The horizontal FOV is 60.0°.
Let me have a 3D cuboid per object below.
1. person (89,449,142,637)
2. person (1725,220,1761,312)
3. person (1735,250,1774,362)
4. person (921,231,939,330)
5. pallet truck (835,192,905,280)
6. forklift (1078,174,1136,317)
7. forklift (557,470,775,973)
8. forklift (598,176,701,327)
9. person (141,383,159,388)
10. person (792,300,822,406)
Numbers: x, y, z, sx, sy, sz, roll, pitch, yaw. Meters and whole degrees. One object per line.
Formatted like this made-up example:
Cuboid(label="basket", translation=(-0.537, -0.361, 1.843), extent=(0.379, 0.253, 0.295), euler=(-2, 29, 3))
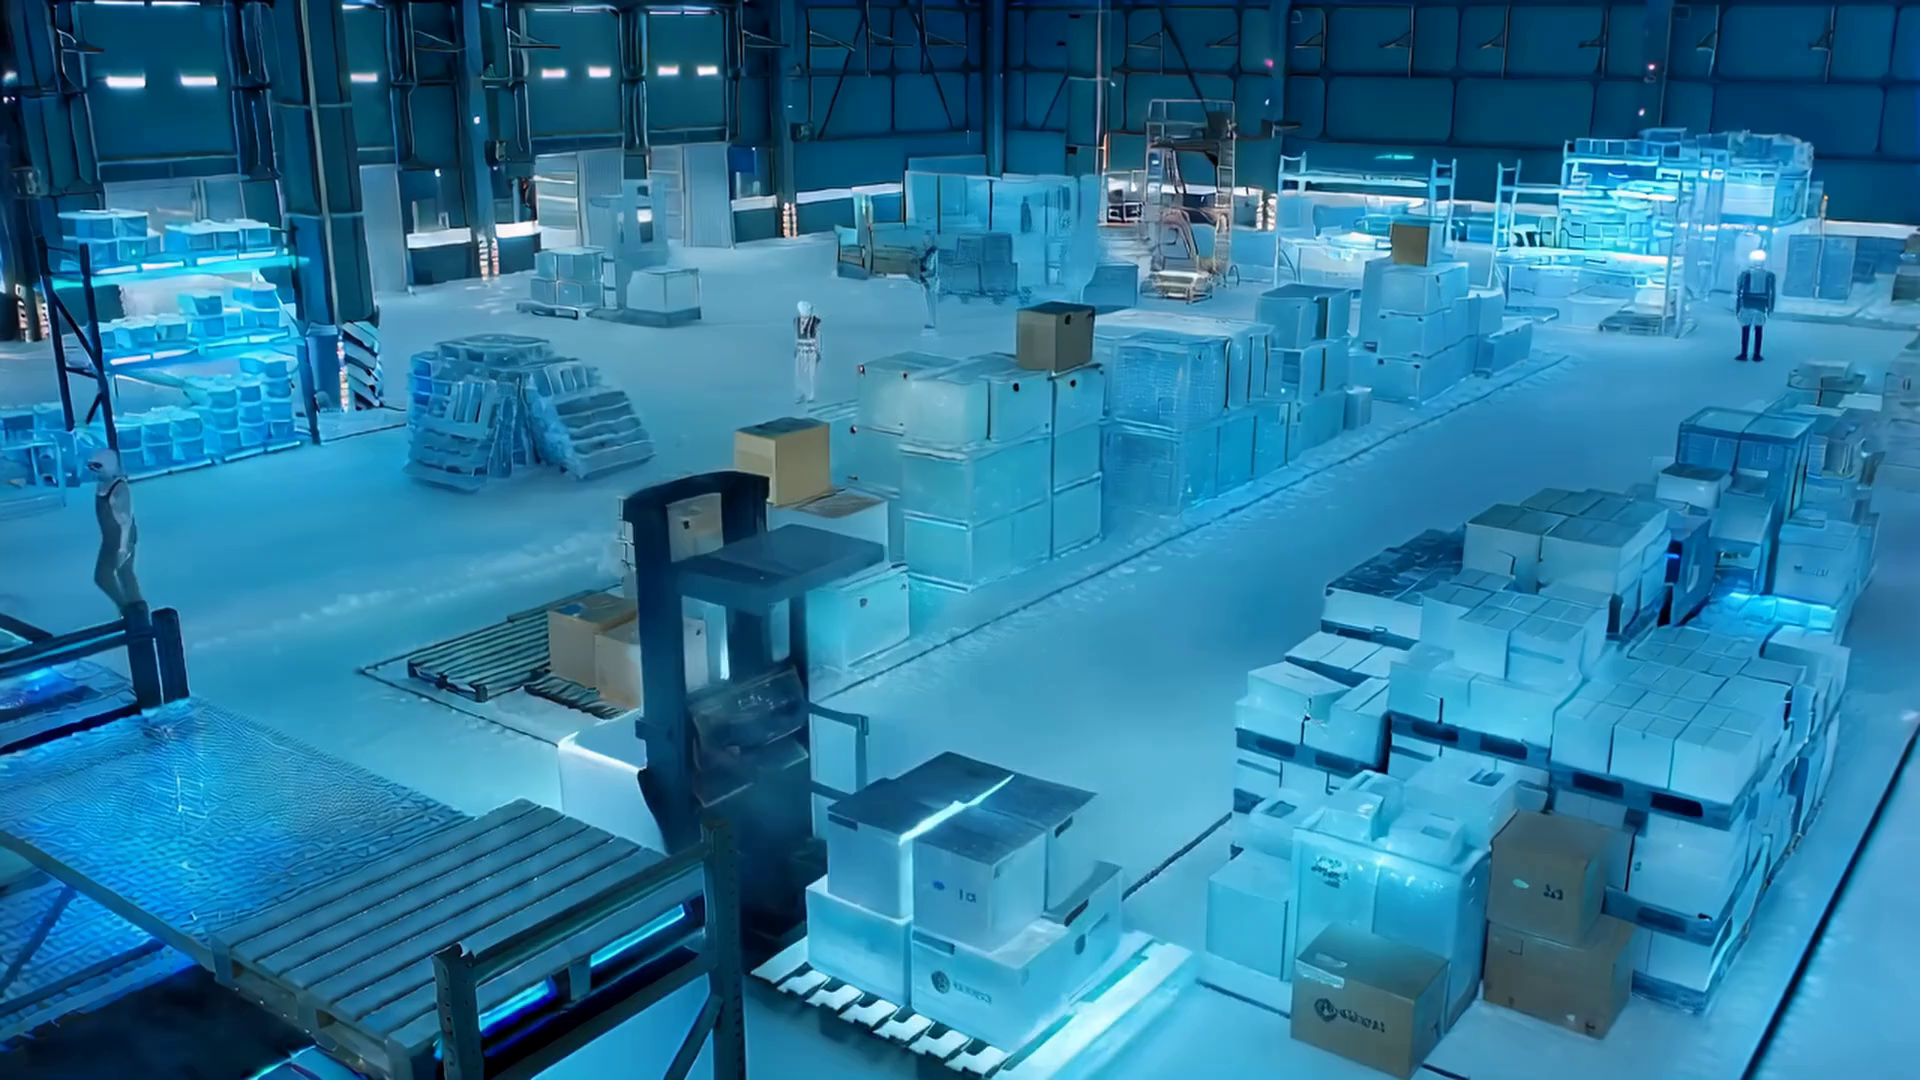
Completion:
Cuboid(label="person", translation=(-7.833, 0.046, 15.393), extent=(0.551, 1.834, 0.432), euler=(14, 22, 38))
Cuboid(label="person", translation=(16.063, -5.622, 34.074), extent=(0.469, 1.894, 0.765), euler=(-4, 17, -12))
Cuboid(label="person", translation=(13.766, -4.057, 28.838), extent=(0.570, 1.922, 0.438), euler=(2, 17, 6))
Cuboid(label="person", translation=(-0.591, -4.981, 31.970), extent=(0.356, 1.882, 0.573), euler=(1, 17, 3))
Cuboid(label="pallet truck", translation=(-1.936, -7.159, 38.982), extent=(1.885, 1.965, 0.823), euler=(-12, 21, -34))
Cuboid(label="forklift", translation=(2.567, -5.825, 33.062), extent=(1.873, 2.768, 1.129), euler=(1, 17, 2))
Cuboid(label="forklift", translation=(-1.594, 1.004, 10.451), extent=(1.873, 2.768, 1.129), euler=(12, 21, 35))
Cuboid(label="forklift", translation=(-6.138, -5.705, 32.666), extent=(1.873, 2.768, 1.129), euler=(12, 21, 35))
Cuboid(label="person", translation=(-12.848, -3.403, 26.748), extent=(0.554, 1.894, 1.012), euler=(12, 21, 36))
Cuboid(label="person", translation=(-2.323, -2.821, 25.260), extent=(0.517, 1.624, 0.440), euler=(5, 17, 15))
